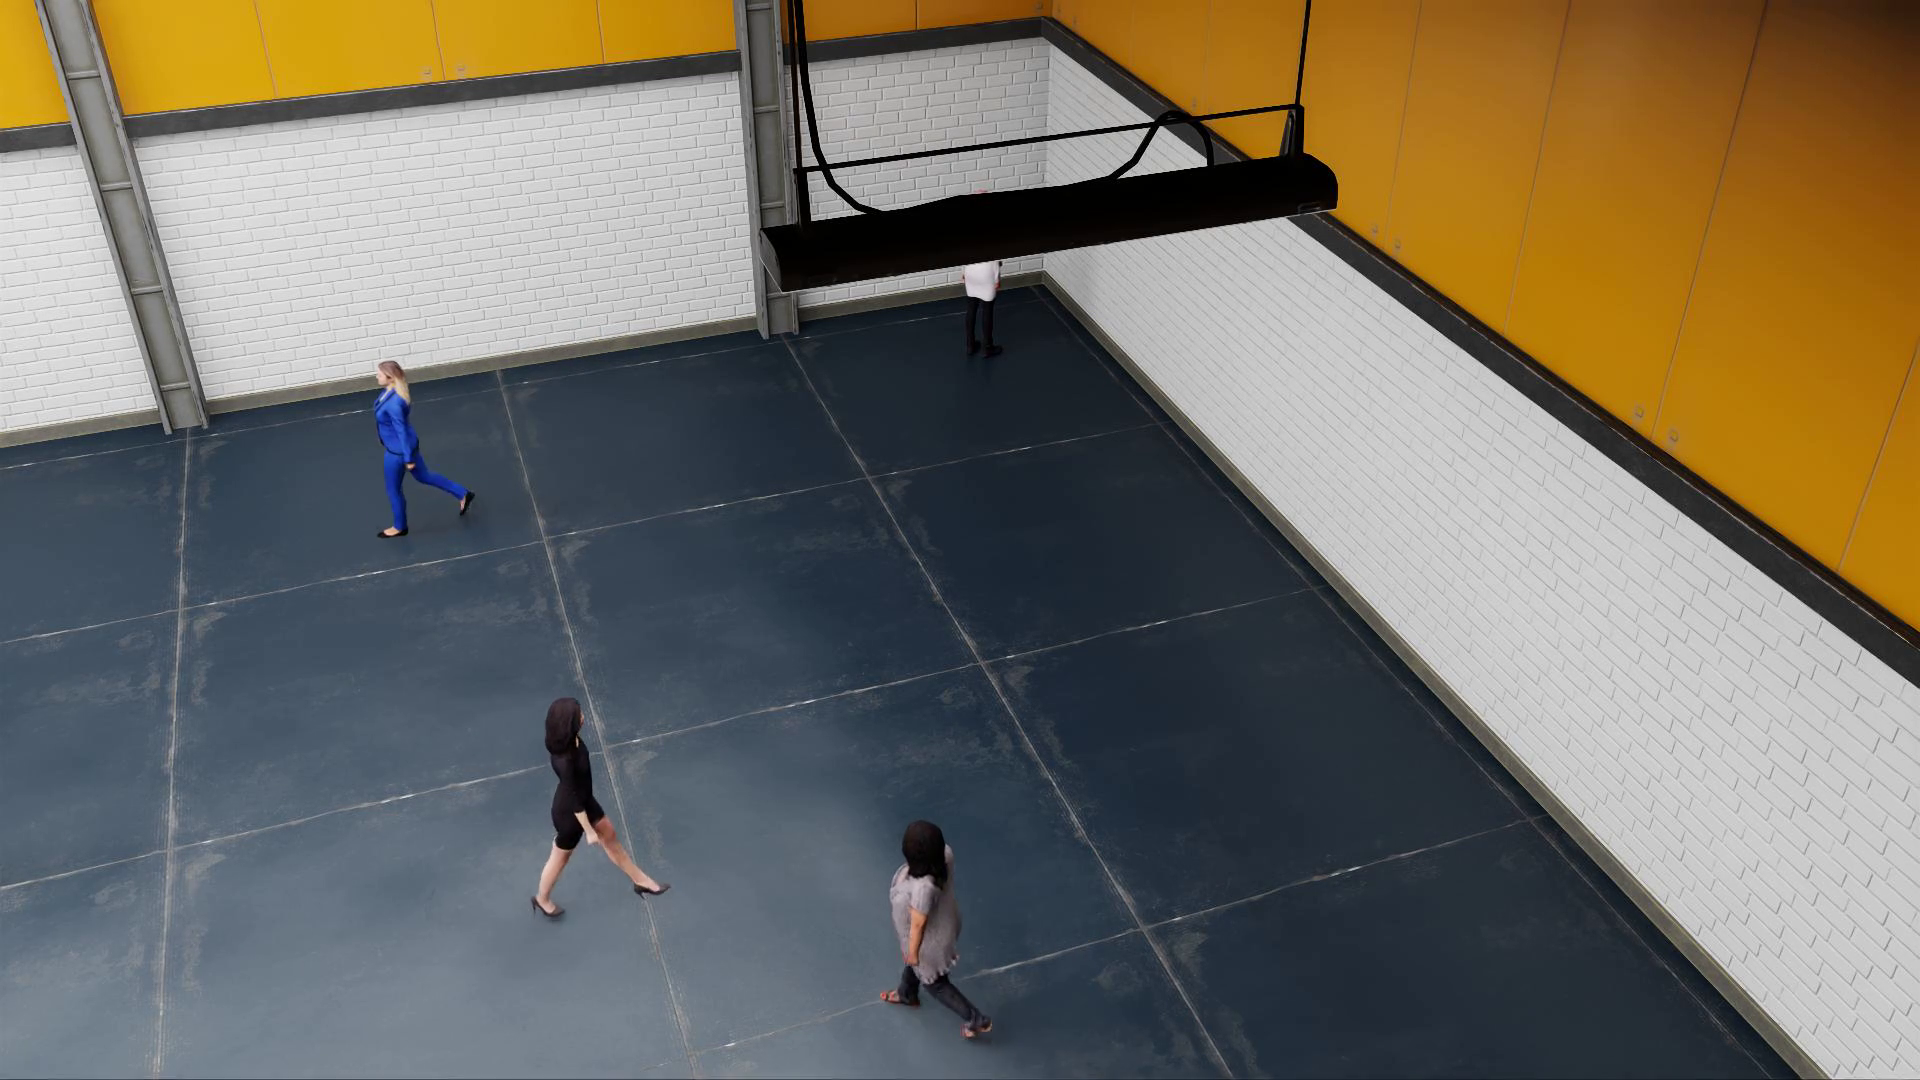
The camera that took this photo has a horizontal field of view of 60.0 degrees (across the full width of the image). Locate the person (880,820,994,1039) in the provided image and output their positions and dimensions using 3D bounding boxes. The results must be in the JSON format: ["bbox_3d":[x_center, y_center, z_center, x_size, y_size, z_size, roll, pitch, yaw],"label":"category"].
[{"bbox_3d":[-0.118,2.303,9.776,1.090,1.585,0.975,10,35,14],"label":"person"}]

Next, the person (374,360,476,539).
[{"bbox_3d":[-4.710,-0.800,14.366,1.109,1.671,0.689,-8,34,-12],"label":"person"}]

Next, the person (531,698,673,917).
[{"bbox_3d":[-2.506,1.748,10.462,1.189,1.750,0.807,-3,34,-5],"label":"person"}]

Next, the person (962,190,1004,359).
[{"bbox_3d":[0.213,-2.744,17.171,0.740,1.804,0.780,20,38,27],"label":"person"}]
